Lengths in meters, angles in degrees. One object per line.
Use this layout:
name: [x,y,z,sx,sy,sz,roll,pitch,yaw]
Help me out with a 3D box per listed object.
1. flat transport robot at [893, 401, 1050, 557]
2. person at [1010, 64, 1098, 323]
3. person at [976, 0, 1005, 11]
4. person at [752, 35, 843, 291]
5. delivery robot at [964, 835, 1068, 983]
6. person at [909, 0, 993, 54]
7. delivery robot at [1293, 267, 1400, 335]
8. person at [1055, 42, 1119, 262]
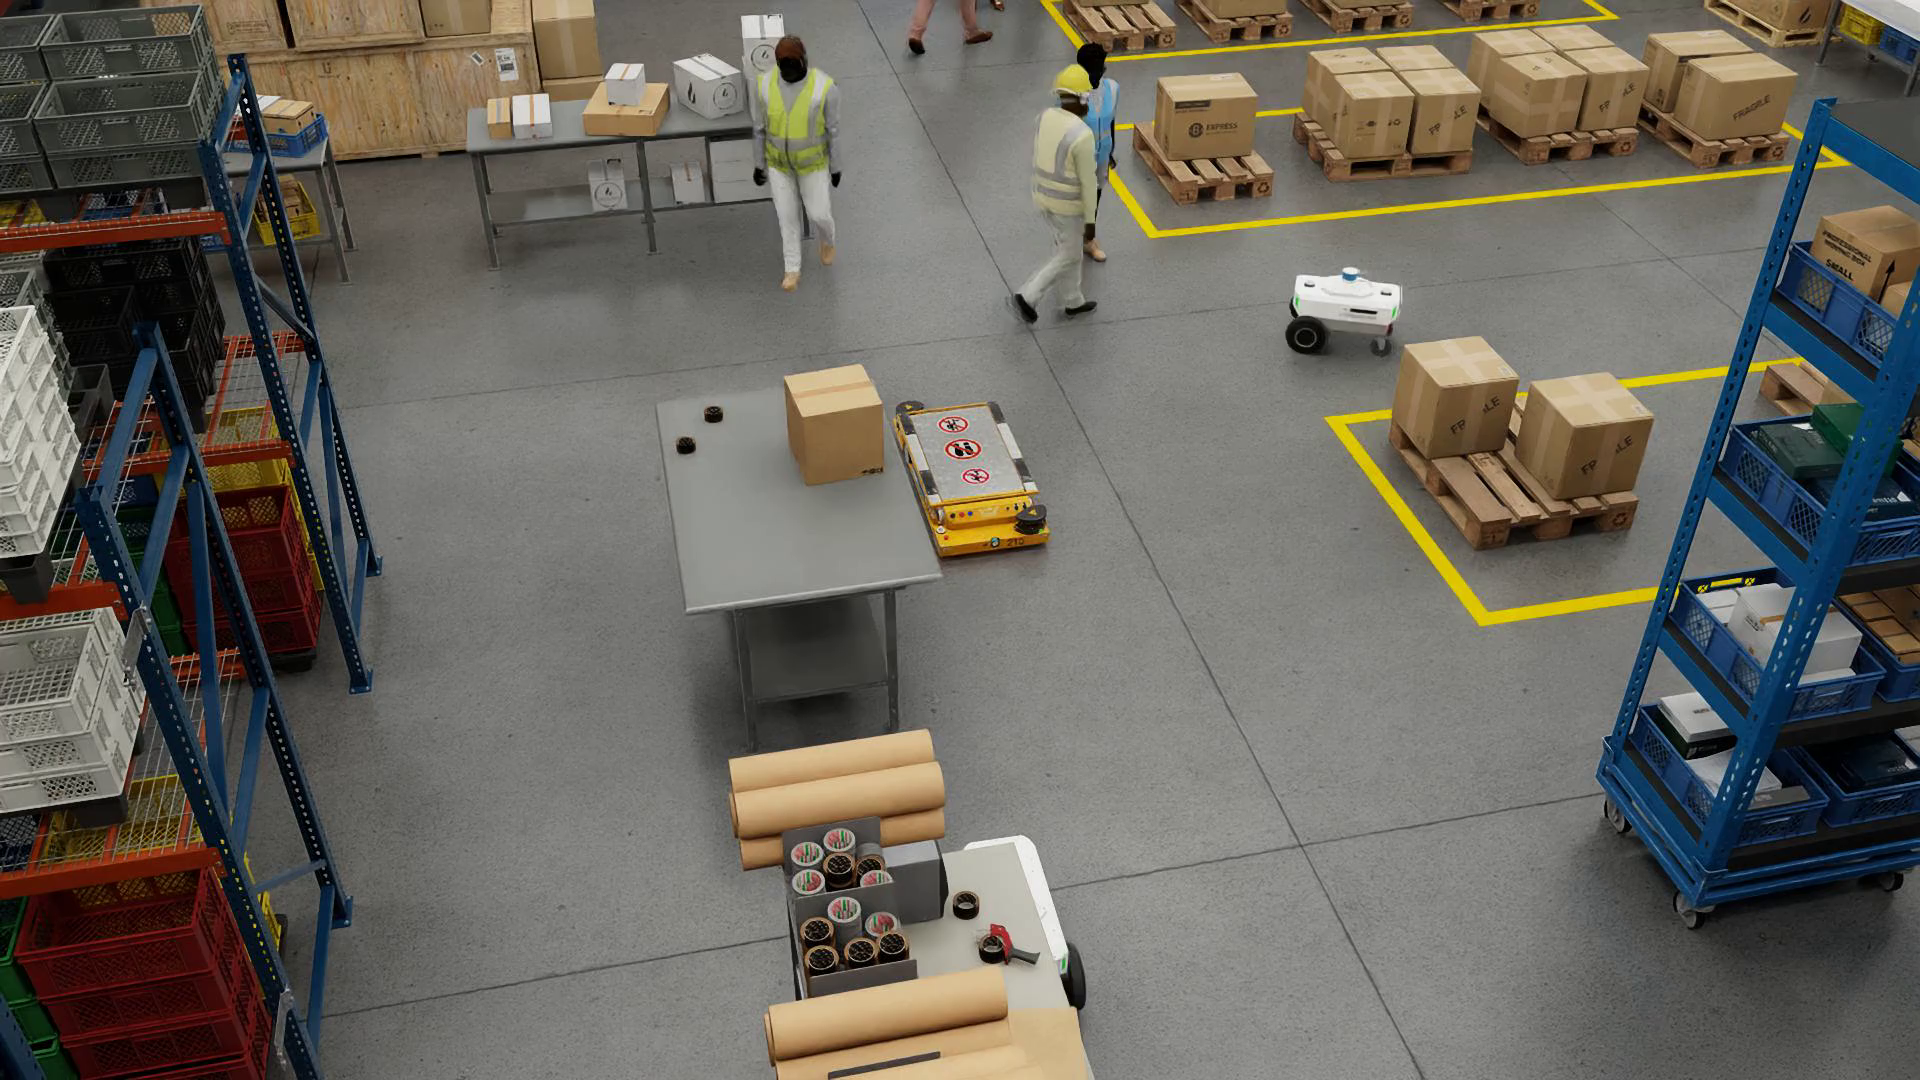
flat transport robot: [0.046,-0.430,10.108,0.652,0.197,1.431,-8,37,-10]
person: [0.652,-2.307,11.369,0.672,1.783,0.691,-19,41,-23]
person: [0.282,-6.220,16.561,0.520,1.871,0.332,-5,37,-6]
person: [-1.151,-2.698,11.864,0.641,1.824,0.562,9,38,12]
delivery robot: [0.222,1.590,7.082,0.477,0.478,0.707,-7,37,-9]
person: [-0.108,-5.527,15.642,0.689,1.891,0.858,31,46,34]
delivery robot: [2.650,-1.635,11.417,0.707,0.478,0.477,8,37,11]
person: [0.919,-2.788,12.090,0.540,1.695,0.317,-20,41,-24]
